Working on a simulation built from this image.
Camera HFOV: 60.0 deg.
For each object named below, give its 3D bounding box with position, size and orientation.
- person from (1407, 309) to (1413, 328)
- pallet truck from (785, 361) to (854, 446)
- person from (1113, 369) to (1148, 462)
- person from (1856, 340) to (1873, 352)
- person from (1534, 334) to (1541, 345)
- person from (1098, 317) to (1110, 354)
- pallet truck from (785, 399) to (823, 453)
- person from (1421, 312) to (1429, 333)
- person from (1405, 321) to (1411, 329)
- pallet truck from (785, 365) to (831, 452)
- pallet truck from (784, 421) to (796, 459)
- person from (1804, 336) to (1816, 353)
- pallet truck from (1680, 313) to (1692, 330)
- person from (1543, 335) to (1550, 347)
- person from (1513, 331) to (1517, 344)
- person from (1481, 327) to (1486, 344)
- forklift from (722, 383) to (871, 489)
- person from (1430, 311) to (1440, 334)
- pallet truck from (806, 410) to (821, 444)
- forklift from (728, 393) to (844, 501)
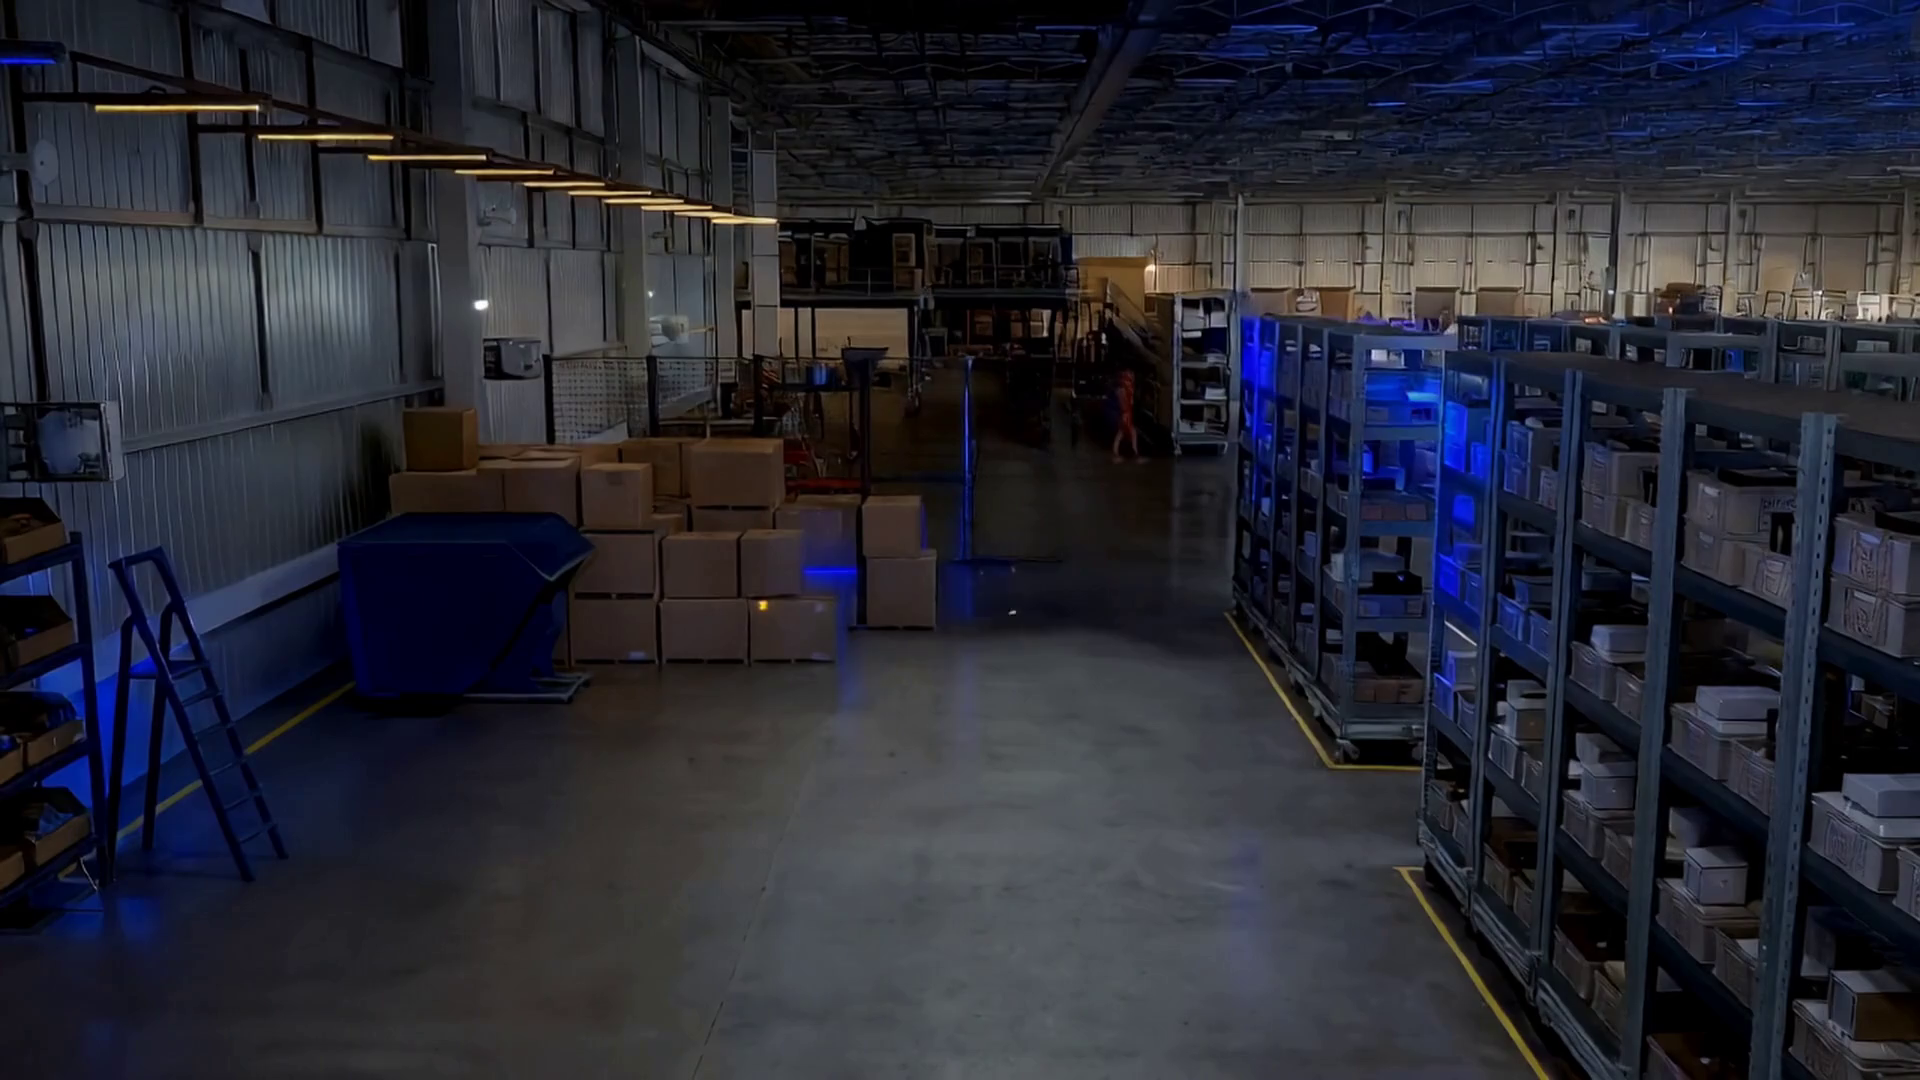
[{"bbox_3d":[25.591,-12.174,94.627,0.395,1.920,0.585,5,11,30],"label":"person"},{"bbox_3d":[-3.410,-3.193,38.978,1.885,1.965,0.823,0,9,-1],"label":"pallet truck"},{"bbox_3d":[3.635,-2.630,35.476,0.918,2.007,0.619,8,12,41],"label":"person"},{"bbox_3d":[32.444,-6.470,59.537,0.688,1.914,0.381,0,9,2],"label":"person"},{"bbox_3d":[22.828,-7.433,65.885,0.795,1.735,0.562,1,9,9],"label":"person"},{"bbox_3d":[7.117,-10.076,81.943,0.603,1.829,0.972,-1,9,-7],"label":"person"},{"bbox_3d":[-3.814,-2.432,36.419,1.630,1.274,0.653,0,9,1],"label":"pallet truck"},{"bbox_3d":[25.993,-11.790,92.588,0.913,1.802,0.634,2,9,14],"label":"person"},{"bbox_3d":[20.402,-9.032,75.559,0.812,1.821,0.519,-3,10,-17],"label":"person"},{"bbox_3d":[-3.774,-2.976,37.635,1.885,1.965,0.823,1,9,5],"label":"pallet truck"},{"bbox_3d":[-4.013,-1.793,32.705,1.601,1.201,0.680,0,9,1],"label":"pallet truck"},{"bbox_3d":[32.005,-6.961,62.619,0.310,1.868,0.532,-3,10,-16],"label":"person"},{"bbox_3d":[36.315,-10.531,84.244,0.823,1.965,1.885,-6,11,-33],"label":"pallet truck"},{"bbox_3d":[22.356,-7.087,63.452,0.436,1.858,0.514,3,10,16],"label":"person"},{"bbox_3d":[20.013,-6.545,59.748,0.367,1.967,0.601,-4,10,-22],"label":"person"},{"bbox_3d":[24.686,-9.486,78.134,0.502,1.890,0.703,0,9,1],"label":"person"},{"bbox_3d":[-2.893,-1.687,28.729,2.680,1.987,1.157,0,9,-1],"label":"forklift"},{"bbox_3d":[25.923,-11.559,90.812,0.615,1.928,0.510,9,13,43],"label":"person"},{"bbox_3d":[-3.559,-2.018,33.905,1.522,1.261,0.704,0,9,-1],"label":"pallet truck"},{"bbox_3d":[-2.979,-1.316,26.476,2.680,1.987,1.157,0,9,1],"label":"forklift"}]
